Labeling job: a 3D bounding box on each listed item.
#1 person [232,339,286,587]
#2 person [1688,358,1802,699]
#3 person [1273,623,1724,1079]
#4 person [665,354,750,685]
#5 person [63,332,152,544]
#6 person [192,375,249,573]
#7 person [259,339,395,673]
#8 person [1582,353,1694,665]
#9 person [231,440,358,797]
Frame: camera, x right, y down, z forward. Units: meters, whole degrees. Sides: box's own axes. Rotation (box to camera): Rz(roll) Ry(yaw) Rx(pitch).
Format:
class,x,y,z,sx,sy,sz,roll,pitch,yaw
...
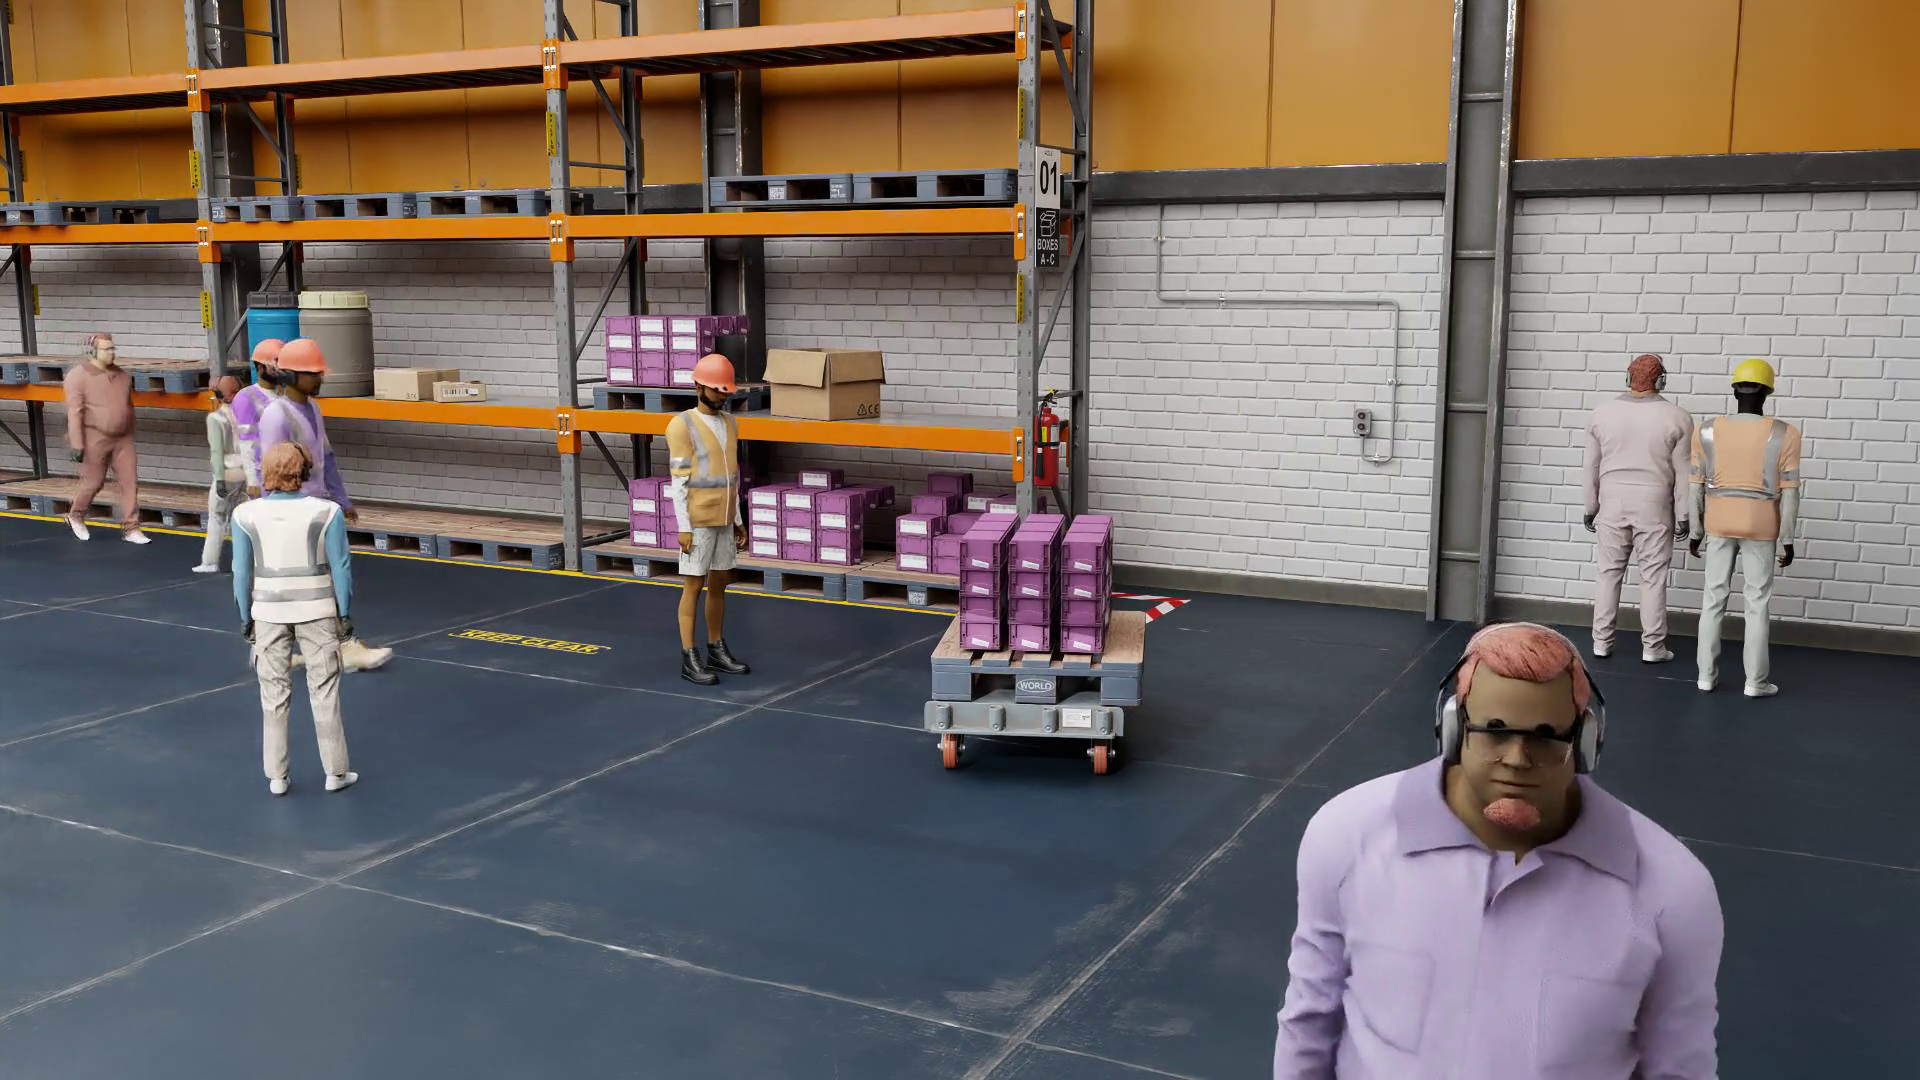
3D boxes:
class,x,y,z,sx,sy,sz,roll,pitch,yaw
person,-4.888,-0.466,11.869,0.368,1.929,0.542,2,9,13
person,4.423,-0.062,9.407,0.584,1.919,0.375,7,12,38
person,0.819,1.050,2.615,0.672,1.892,0.454,3,10,19
person,-1.453,-0.126,9.772,0.373,1.928,0.543,6,11,33
person,-7.591,-0.902,14.723,0.852,1.876,0.648,5,11,29
person,-5.714,-0.507,13.165,0.863,1.600,0.532,3,10,20
person,-3.841,-0.194,9.981,0.985,2.000,0.634,-1,9,-4
person,4.176,-0.192,10.243,0.655,1.906,0.407,6,11,34
person,-3.050,0.364,7.633,0.516,1.640,0.314,-1,9,-8
